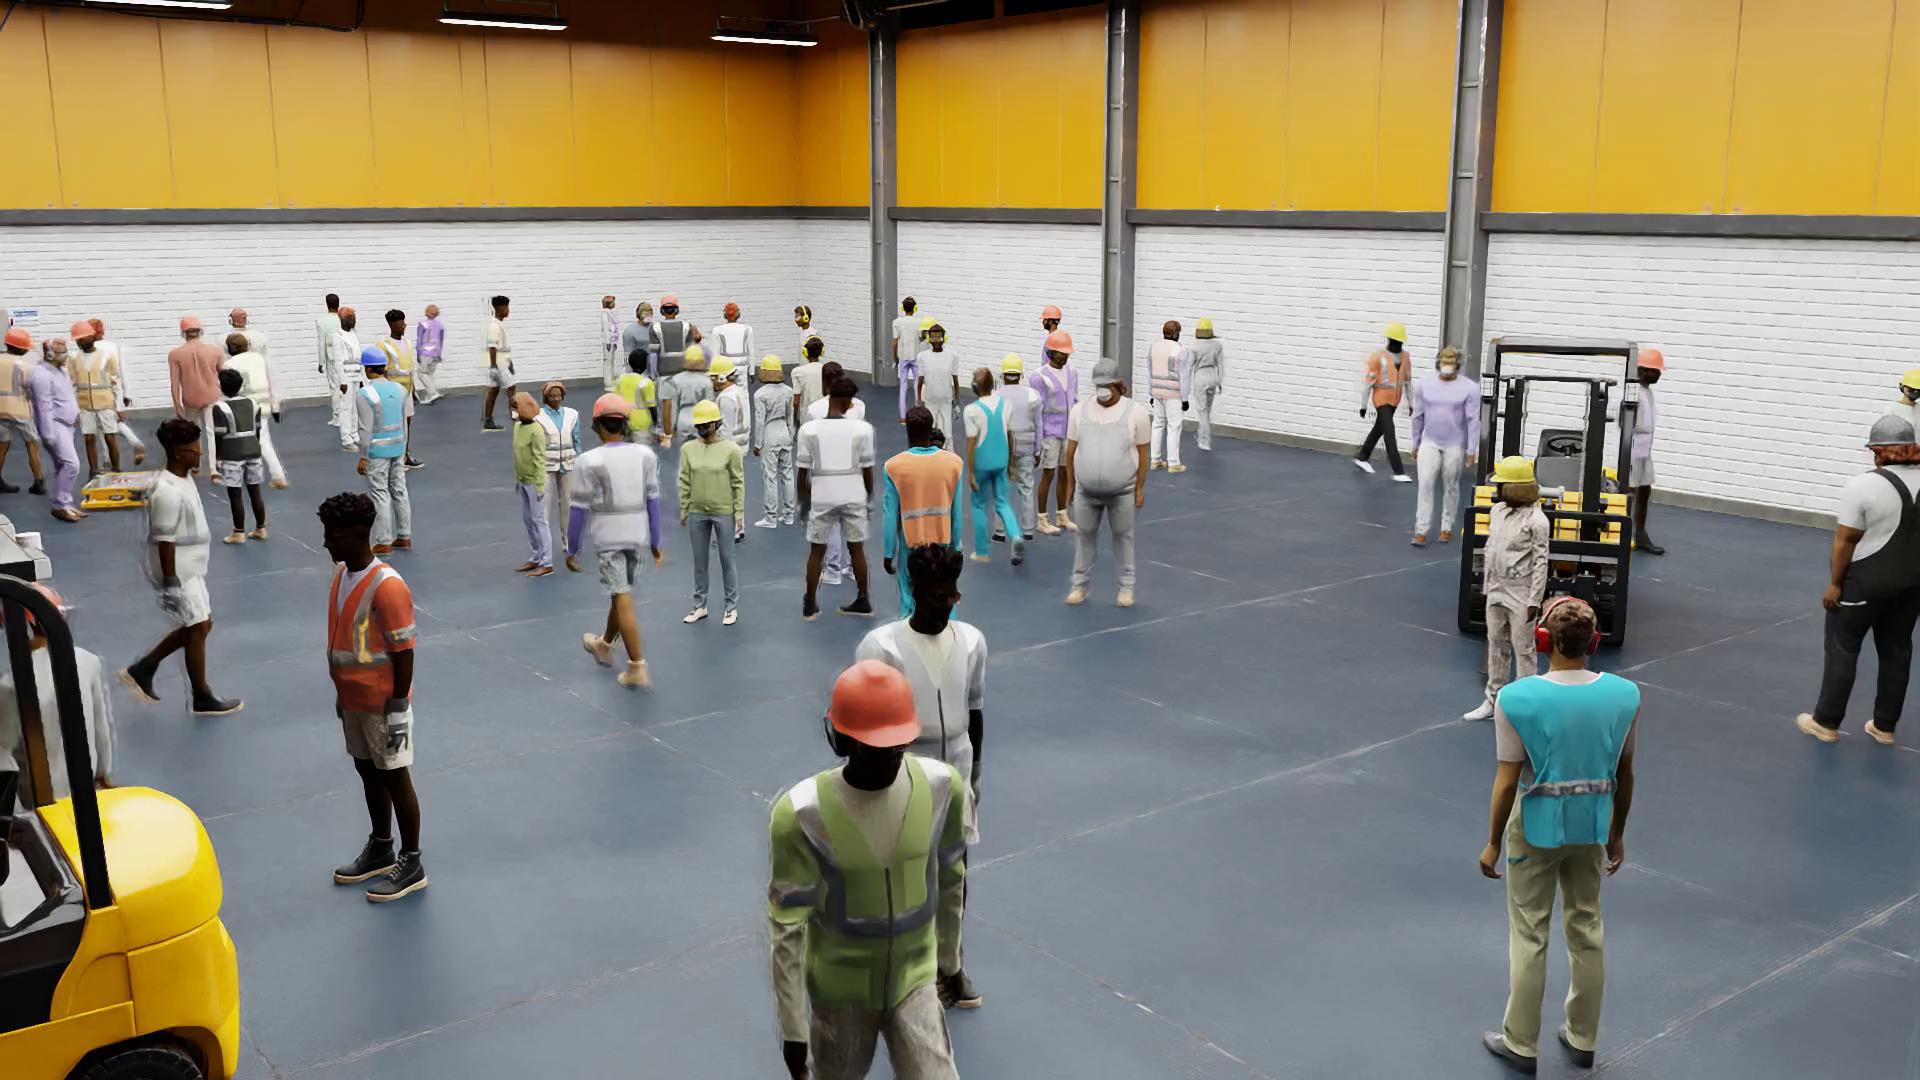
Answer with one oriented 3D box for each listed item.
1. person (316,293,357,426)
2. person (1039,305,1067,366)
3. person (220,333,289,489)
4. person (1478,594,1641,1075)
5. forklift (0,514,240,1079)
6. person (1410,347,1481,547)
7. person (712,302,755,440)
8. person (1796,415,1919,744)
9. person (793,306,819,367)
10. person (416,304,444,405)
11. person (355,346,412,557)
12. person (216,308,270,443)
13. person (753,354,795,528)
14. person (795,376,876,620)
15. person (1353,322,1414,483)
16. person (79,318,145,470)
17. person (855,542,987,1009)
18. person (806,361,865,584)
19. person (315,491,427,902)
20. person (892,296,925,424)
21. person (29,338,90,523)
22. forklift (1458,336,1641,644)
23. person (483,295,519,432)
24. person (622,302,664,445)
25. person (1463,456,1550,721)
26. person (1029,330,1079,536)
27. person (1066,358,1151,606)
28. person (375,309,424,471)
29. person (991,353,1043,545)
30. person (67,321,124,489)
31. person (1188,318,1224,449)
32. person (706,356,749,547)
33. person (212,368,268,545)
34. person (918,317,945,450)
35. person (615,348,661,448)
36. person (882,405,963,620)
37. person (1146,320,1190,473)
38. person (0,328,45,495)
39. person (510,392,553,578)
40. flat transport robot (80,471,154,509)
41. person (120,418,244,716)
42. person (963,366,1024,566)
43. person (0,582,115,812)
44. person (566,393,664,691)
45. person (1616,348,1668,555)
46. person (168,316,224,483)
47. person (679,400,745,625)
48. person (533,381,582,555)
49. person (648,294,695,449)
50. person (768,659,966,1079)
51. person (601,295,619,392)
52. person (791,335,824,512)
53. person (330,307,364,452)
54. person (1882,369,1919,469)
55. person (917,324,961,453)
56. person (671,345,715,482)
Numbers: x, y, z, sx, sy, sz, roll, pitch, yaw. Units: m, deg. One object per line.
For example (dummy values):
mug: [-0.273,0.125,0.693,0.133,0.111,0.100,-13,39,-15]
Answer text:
person: [-9.031,-2.618,24.181,0.597,1.915,0.370,-11,16,-42]
person: [1.181,-2.043,21.347,0.368,1.939,0.542,3,12,16]
person: [-8.114,-1.468,18.980,1.058,1.774,0.642,4,12,19]
person: [2.261,1.124,6.282,0.571,1.843,0.373,-2,12,-8]
forklift: [-3.687,1.115,5.480,2.313,2.155,1.214,-9,15,-36]
person: [4.572,-0.868,15.766,0.652,1.895,0.928,6,13,26]
person: [-3.081,-2.288,22.660,0.584,1.884,0.337,-4,12,-18]
person: [5.565,0.237,10.089,0.717,2.000,0.535,-2,12,-9]
person: [-2.072,-2.225,22.443,0.344,1.857,0.527,-5,13,-24]
person: [-8.466,-2.950,26.504,0.407,1.610,0.542,6,13,26]
person: [-5.357,-0.819,15.417,0.394,1.945,0.618,5,13,22]
person: [-9.130,-2.000,21.222,0.643,1.909,0.410,-9,15,-39]
person: [-1.884,-0.997,16.773,0.294,1.744,0.487,11,16,42]
person: [-0.974,-0.323,13.065,0.641,1.936,0.451,-1,12,-3]
person: [5.025,-1.650,19.671,0.621,1.871,1.026,-7,14,-32]
person: [-10.282,-1.752,20.132,0.607,1.865,0.573,5,13,22]
person: [-0.183,0.939,6.936,0.622,1.943,0.711,-6,13,-28]
person: [-1.060,-0.573,14.301,0.590,1.919,0.397,-10,15,-40]
person: [-2.797,0.732,7.885,0.614,1.962,0.366,11,16,44]
person: [-0.730,-2.620,24.301,0.518,1.874,0.327,1,12,5]
person: [-9.183,-1.116,16.978,0.412,1.894,0.693,-3,12,-13]
forklift: [4.683,-0.471,13.136,1.214,2.155,2.313,4,12,20]
person: [-6.352,-2.481,23.470,0.913,1.927,0.638,-2,12,-11]
person: [-4.197,-2.221,22.254,0.637,1.928,0.387,-11,16,-44]
person: [3.416,0.338,10.332,0.314,1.741,0.487,-5,13,-23]
person: [0.961,-1.052,16.356,0.612,2.030,0.409,-11,16,-42]
person: [1.178,-0.467,13.492,0.688,2.000,0.536,3,12,15]
person: [-6.814,-1.822,20.217,0.368,1.966,0.602,4,12,18]
person: [0.495,-0.863,15.904,0.588,1.835,0.403,-2,12,-9]
person: [-9.817,-1.521,18.899,0.583,1.915,0.397,-1,12,-6]
person: [3.193,-2.094,22.117,0.508,1.709,0.798,-4,12,-18]
person: [-2.216,-0.850,15.884,0.403,1.819,0.602,0,12,0]
person: [-6.906,-0.798,15.940,0.321,1.689,0.545,6,13,27]
person: [-0.382,-2.022,21.672,0.327,1.765,0.528,-9,15,-38]
person: [-3.523,-1.243,18.111,0.570,1.679,0.387,7,14,30]
person: [-0.246,0.038,11.387,0.587,1.910,0.397,-6,13,-26]
person: [2.541,-1.740,20.151,0.429,1.837,0.629,-9,15,-38]
person: [-10.516,-1.418,18.484,0.631,1.877,0.382,2,12,9]
person: [-3.774,-0.490,14.617,0.273,1.629,0.500,-9,15,-37]
flat transport robot: [-9.193,-0.568,18.275,0.652,0.197,1.431,-4,12,-18]
person: [-5.001,0.187,10.559,0.618,1.946,0.634,-4,12,-17]
person: [0.304,-0.635,14.854,0.548,1.819,0.725,-6,13,-25]
person: [-3.946,1.021,7.079,0.773,1.716,0.570,1,12,3]
person: [-2.421,-0.006,11.393,1.016,1.985,0.623,11,16,43]
person: [6.275,-0.826,15.504,0.579,1.930,0.587,-11,16,-42]
person: [-8.871,-1.644,19.446,0.629,1.941,1.045,-6,13,-25]
person: [-1.934,-0.208,12.910,0.533,1.767,0.327,3,12,13]
person: [-3.735,-0.653,15.370,0.523,1.636,0.310,-9,15,-36]
person: [-3.793,-2.211,21.932,0.605,2.034,0.391,-4,12,-18]
person: [-0.215,1.333,4.855,0.651,2.006,0.933,-5,13,-21]
person: [-5.983,-3.357,28.421,0.308,1.641,0.511,0,12,-1]
person: [-1.534,-1.227,17.566,0.524,1.876,0.325,-4,12,-18]
person: [-7.978,-2.097,21.758,0.355,1.879,0.576,0,12,2]
person: [8.642,-0.692,15.253,0.525,1.765,0.329,-4,12,-18]
person: [-0.248,-1.573,19.285,0.510,1.860,0.324,0,12,-1]
person: [-2.879,-1.235,17.924,0.497,1.729,0.438,3,12,16]
